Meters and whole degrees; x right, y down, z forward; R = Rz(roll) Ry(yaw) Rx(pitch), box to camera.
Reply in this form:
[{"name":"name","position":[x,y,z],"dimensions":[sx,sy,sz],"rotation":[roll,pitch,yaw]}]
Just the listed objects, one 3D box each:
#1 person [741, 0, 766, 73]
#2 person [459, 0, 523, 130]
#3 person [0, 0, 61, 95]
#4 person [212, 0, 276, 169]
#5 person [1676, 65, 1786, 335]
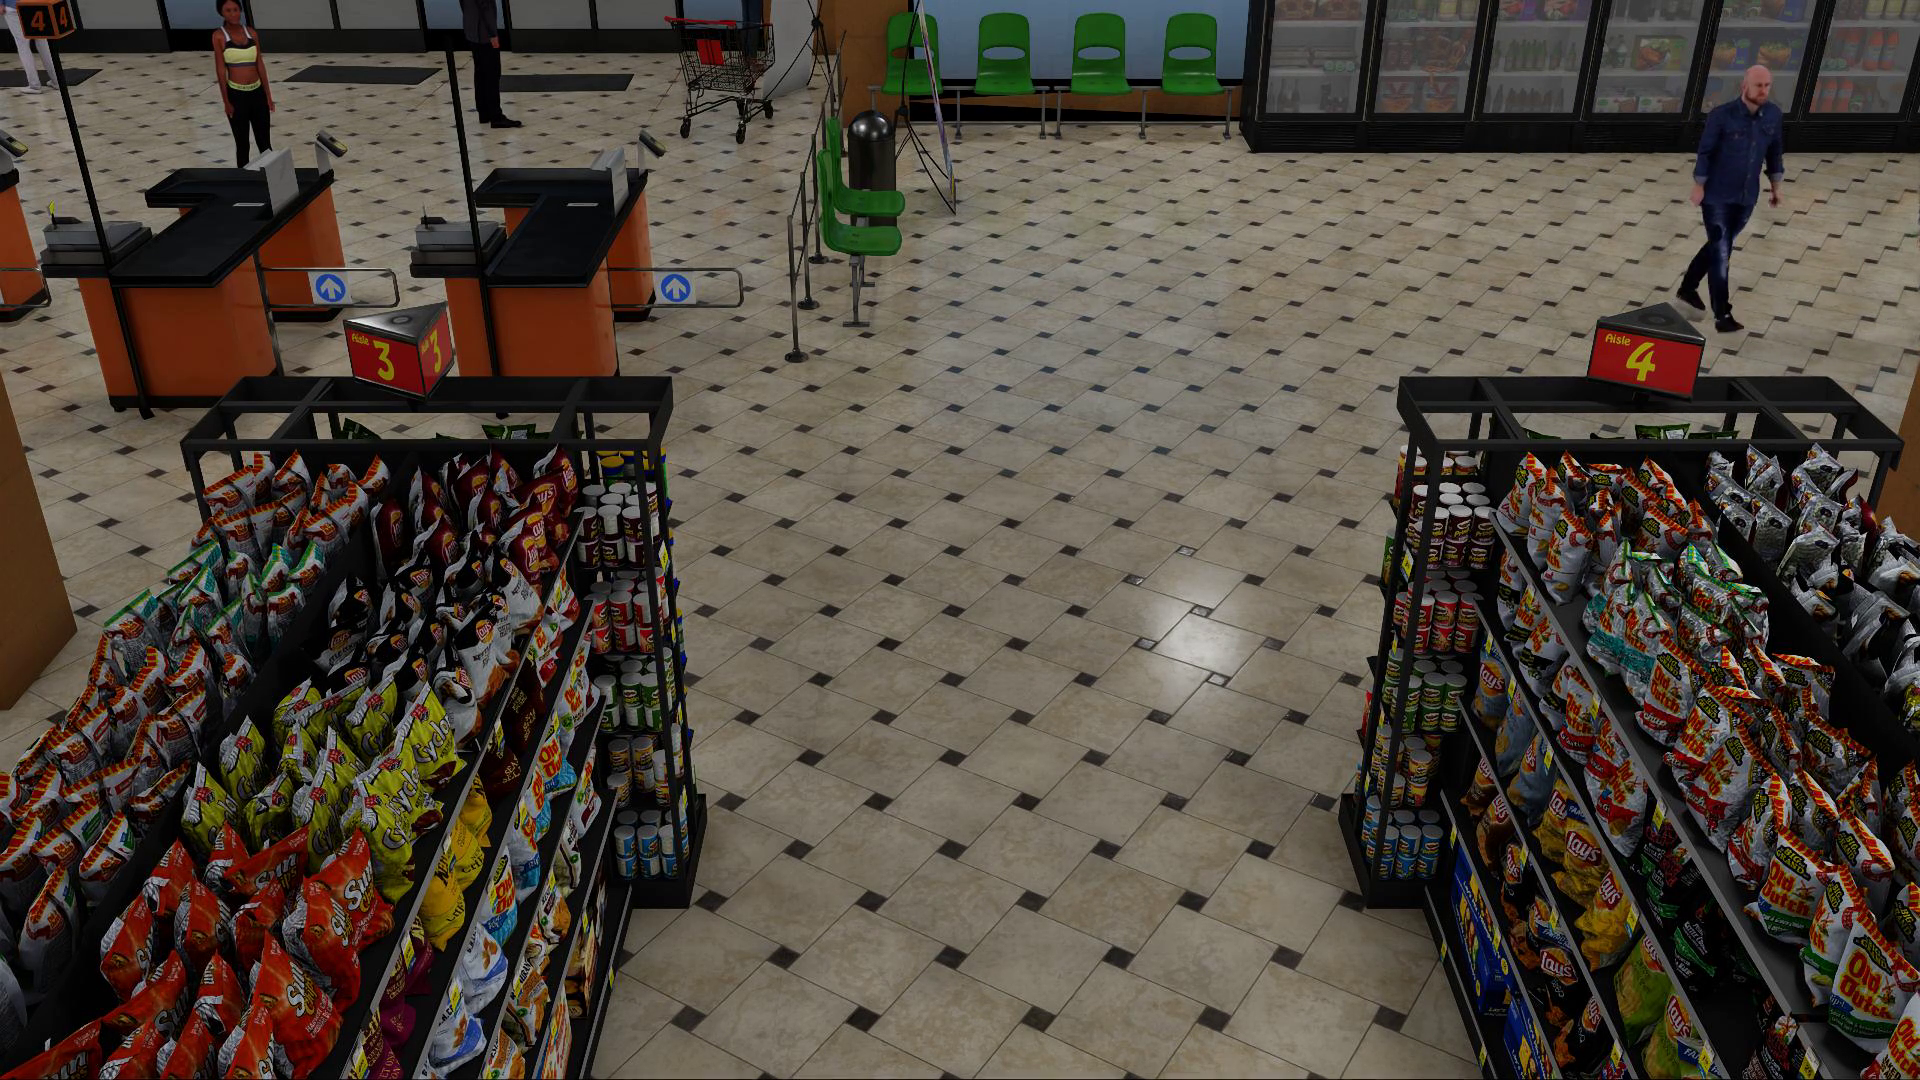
[{"name":"person","position":[-2.320,-6.104,18.359],"dimensions":[0.733,1.792,0.621],"rotation":[-16,32,-26]},{"name":"person","position":[-4.668,-4.987,16.261],"dimensions":[0.862,1.841,0.773],"rotation":[-21,35,-33]},{"name":"person","position":[-9.864,-5.657,17.439],"dimensions":[0.800,1.888,0.691],"rotation":[16,33,27]},{"name":"person","position":[-6.008,-3.698,13.991],"dimensions":[0.640,1.755,0.693],"rotation":[-24,37,-36]},{"name":"person","position":[5.299,-2.376,11.544],"dimensions":[0.898,1.778,1.219],"rotation":[-6,29,-11]}]
